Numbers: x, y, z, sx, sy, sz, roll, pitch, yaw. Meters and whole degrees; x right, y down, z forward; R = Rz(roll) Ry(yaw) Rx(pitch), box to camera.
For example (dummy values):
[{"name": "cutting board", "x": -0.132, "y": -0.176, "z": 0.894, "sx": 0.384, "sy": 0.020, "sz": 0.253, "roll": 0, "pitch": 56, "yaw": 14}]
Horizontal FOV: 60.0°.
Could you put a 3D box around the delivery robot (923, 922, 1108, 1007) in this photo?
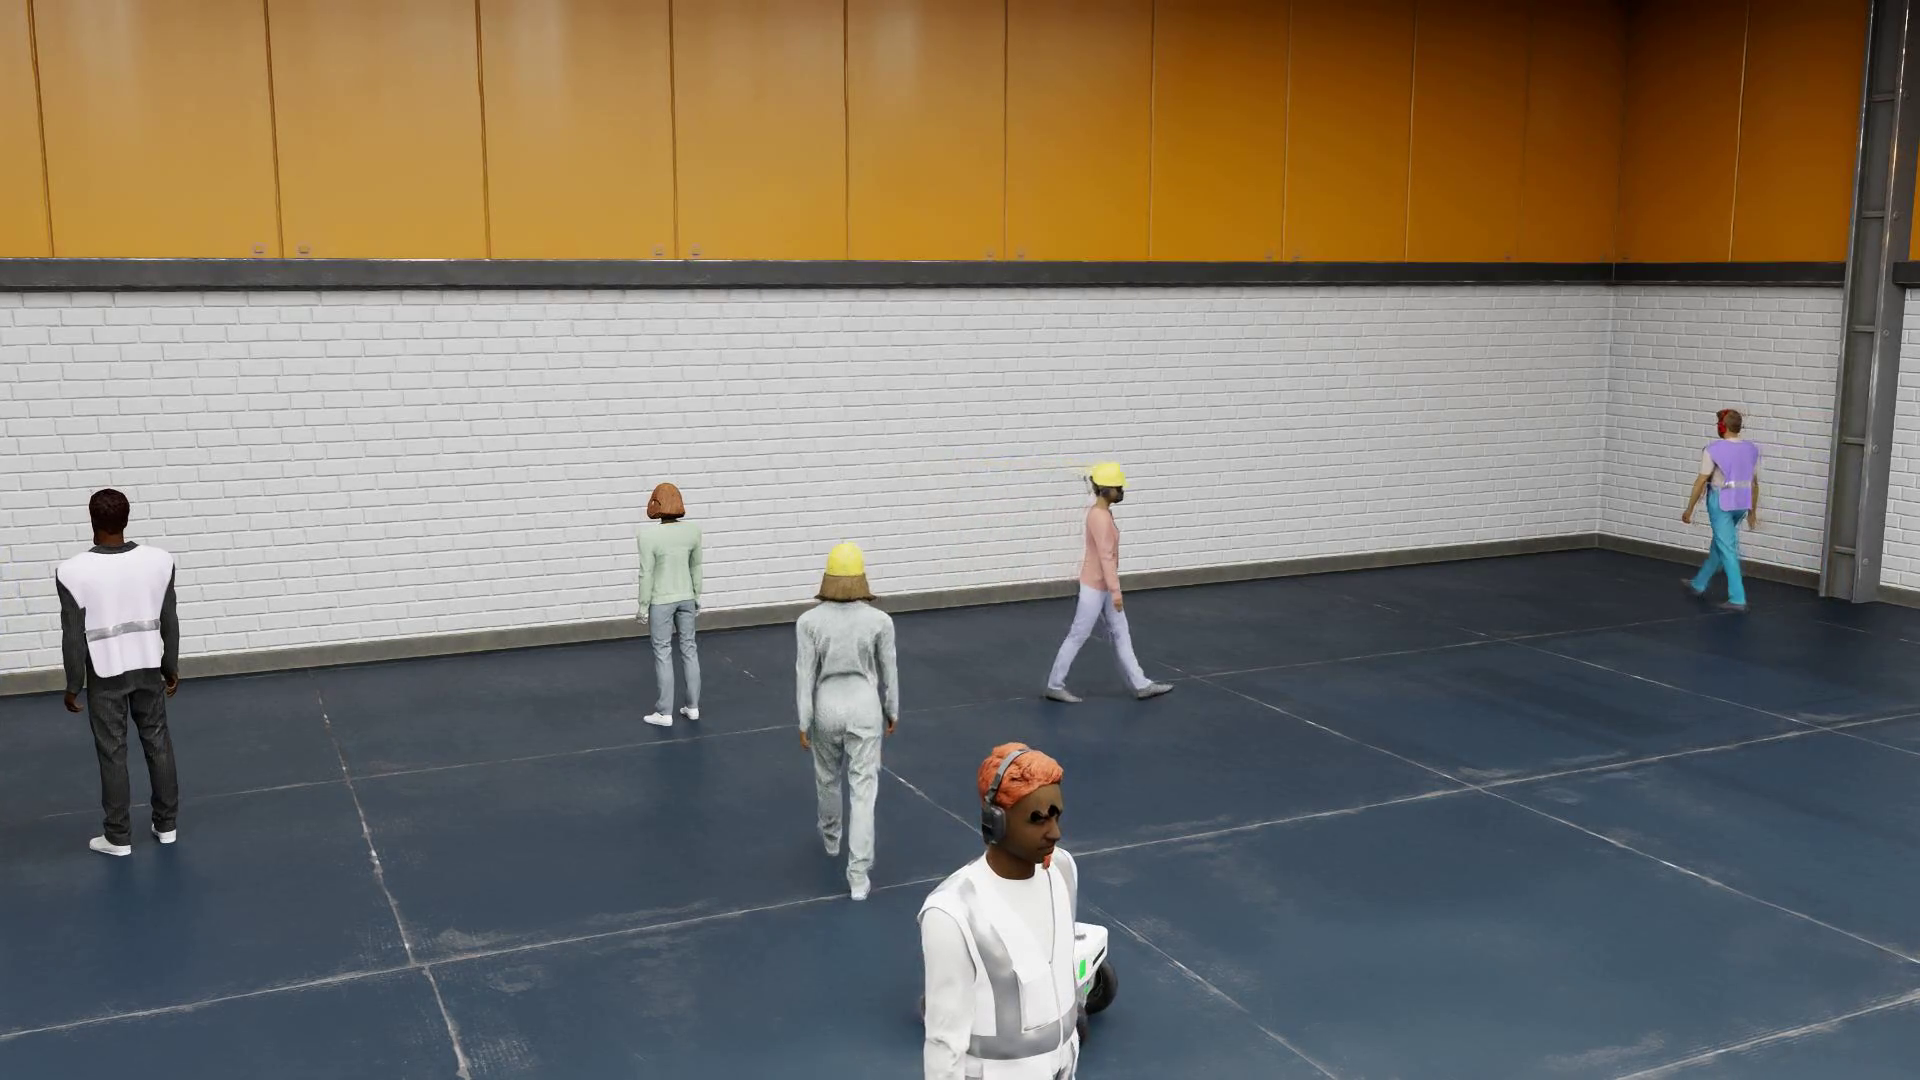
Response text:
[{"name": "delivery robot", "x": 0.217, "y": 1.644, "z": 6.662, "sx": 0.707, "sy": 0.478, "sz": 0.477, "roll": 3, "pitch": 9, "yaw": 21}]

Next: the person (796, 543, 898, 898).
[{"name": "person", "x": -0.557, "y": 0.856, "z": 8.326, "sx": 0.497, "sy": 1.698, "sz": 0.865, "roll": 0, "pitch": 9, "yaw": 0}]

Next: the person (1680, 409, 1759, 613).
[{"name": "person", "x": 6.881, "y": -0.285, "z": 15.100, "sx": 0.575, "sy": 1.796, "sz": 0.941, "roll": -4, "pitch": 10, "yaw": -22}]

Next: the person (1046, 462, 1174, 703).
[{"name": "person", "x": 1.029, "y": 0.312, "z": 11.623, "sx": 0.922, "sy": 1.711, "sz": 0.549, "roll": 1, "pitch": 9, "yaw": 7}]

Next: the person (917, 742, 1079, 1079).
[{"name": "person", "x": 0.121, "y": 1.428, "z": 4.191, "sx": 0.339, "sy": 1.883, "sz": 0.584, "roll": 7, "pitch": 11, "yaw": 35}]

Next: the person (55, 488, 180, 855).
[{"name": "person", "x": -4.366, "y": 0.688, "z": 8.686, "sx": 0.391, "sy": 1.917, "sz": 0.588, "roll": 8, "pitch": 12, "yaw": 40}]

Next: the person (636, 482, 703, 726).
[{"name": "person", "x": -1.947, "y": 0.428, "z": 11.172, "sx": 0.507, "sy": 1.633, "sz": 0.277, "roll": -9, "pitch": 13, "yaw": -44}]
